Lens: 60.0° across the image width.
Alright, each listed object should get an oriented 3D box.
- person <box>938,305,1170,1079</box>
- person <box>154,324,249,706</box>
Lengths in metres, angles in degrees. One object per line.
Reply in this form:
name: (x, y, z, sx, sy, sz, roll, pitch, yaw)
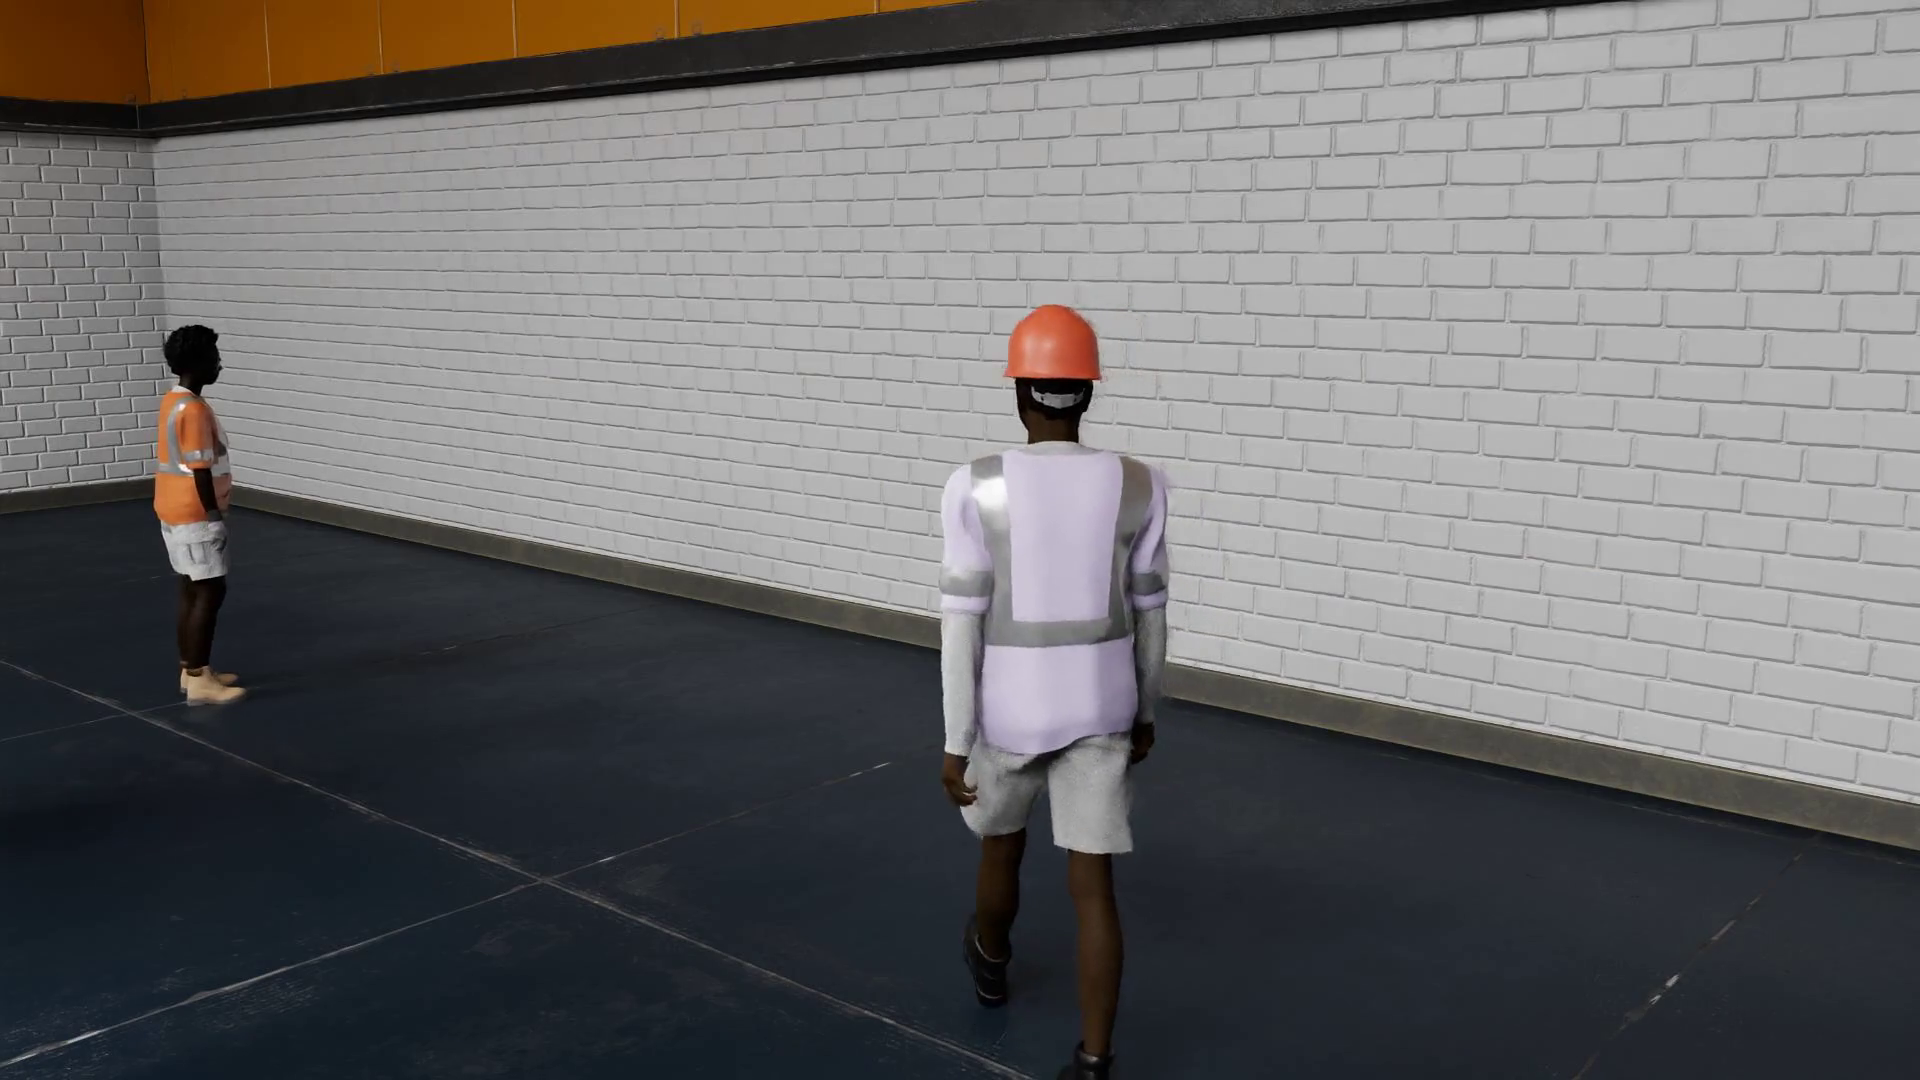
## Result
person: (0.220, 0.383, 4.044, 0.568, 1.880, 0.996, -1, 10, -6)
person: (-3.413, -0.113, 7.430, 0.318, 1.692, 0.554, -7, 12, -33)
